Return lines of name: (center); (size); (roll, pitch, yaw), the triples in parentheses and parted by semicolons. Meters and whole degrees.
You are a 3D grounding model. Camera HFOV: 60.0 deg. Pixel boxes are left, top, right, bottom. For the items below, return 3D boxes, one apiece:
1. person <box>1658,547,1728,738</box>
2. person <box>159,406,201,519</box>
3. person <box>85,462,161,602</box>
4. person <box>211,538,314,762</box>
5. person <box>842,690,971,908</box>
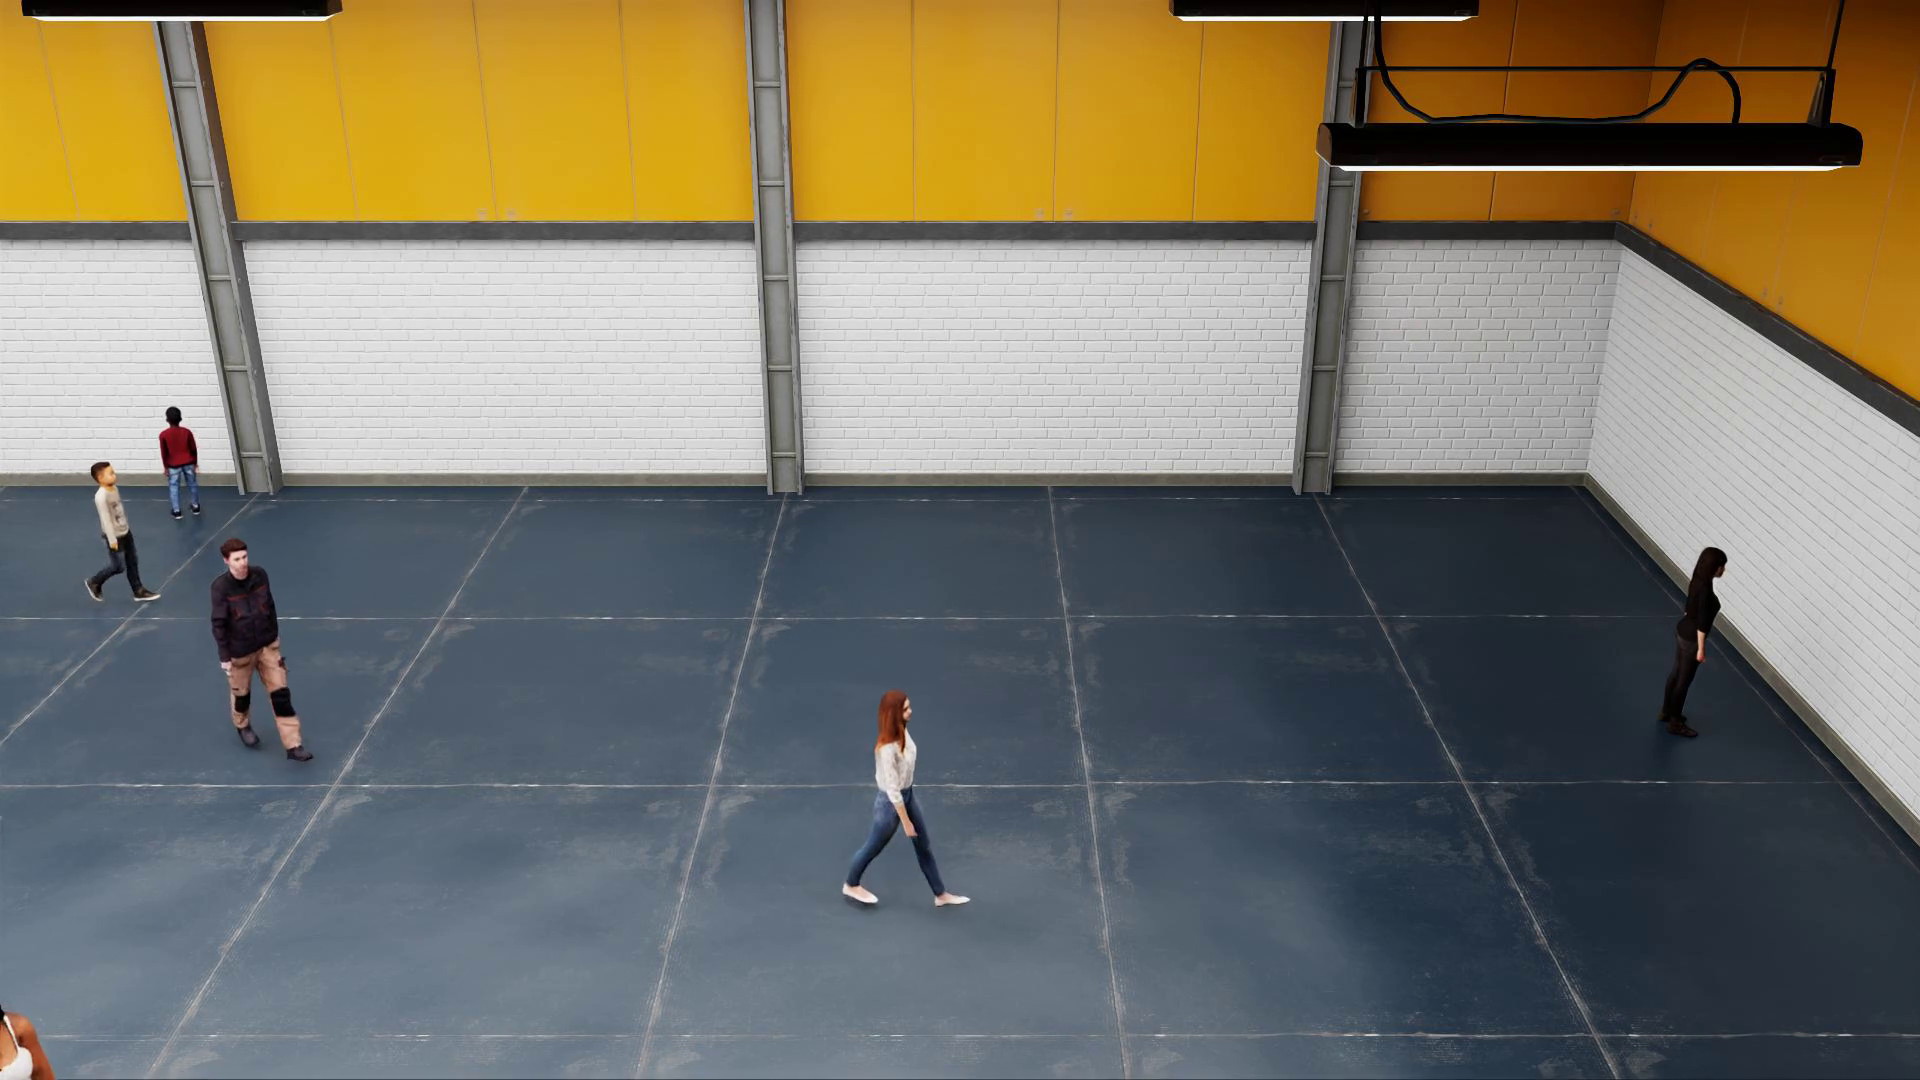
person: (6.049, 0.817, 13.775); (0.560, 1.640, 0.615); (4, 24, 10)
person: (-8.449, -0.838, 18.044); (0.606, 1.253, 0.680); (-18, 29, -35)
person: (-8.164, -0.043, 15.979); (0.856, 1.450, 0.576); (-2, 24, -4)
person: (-5.742, 0.866, 13.369); (1.318, 1.876, 1.214); (19, 30, 37)
person: (-0.535, 1.822, 11.425); (1.210, 1.681, 0.865); (8, 25, 19)
